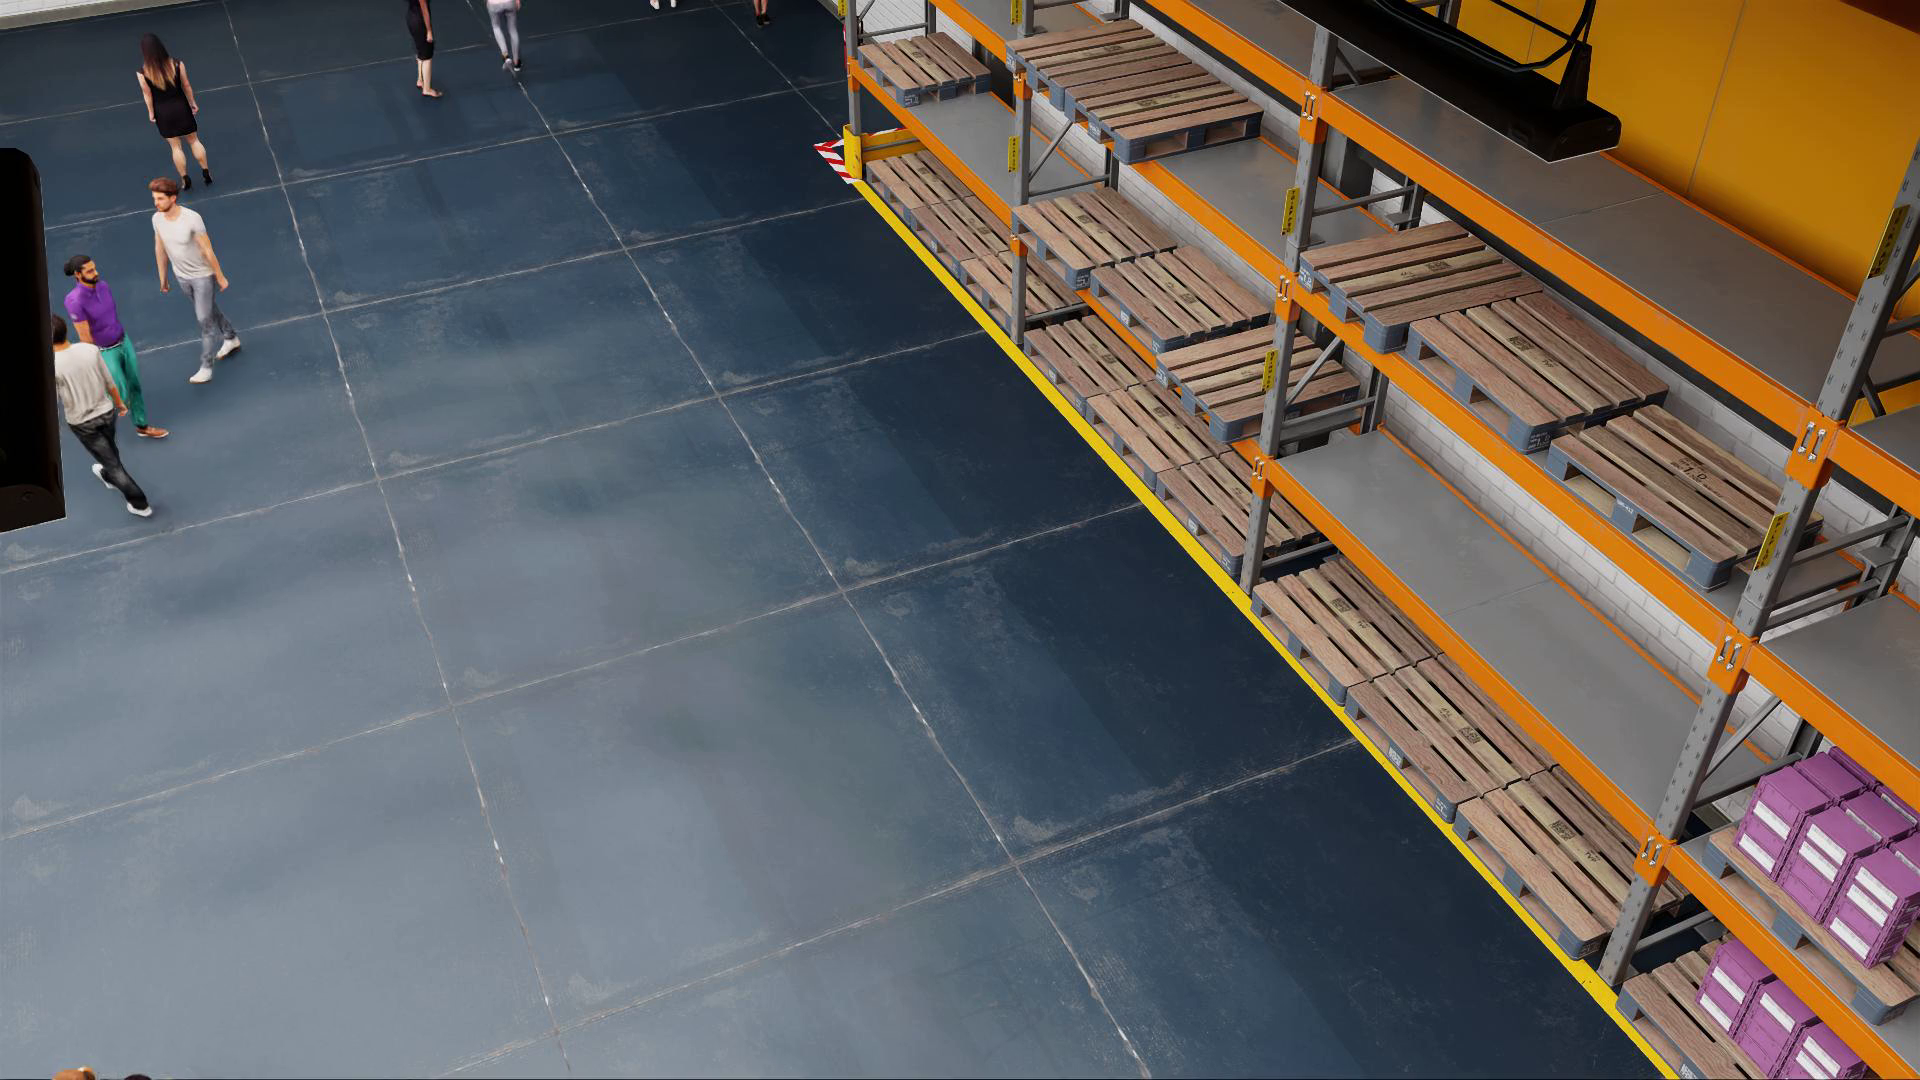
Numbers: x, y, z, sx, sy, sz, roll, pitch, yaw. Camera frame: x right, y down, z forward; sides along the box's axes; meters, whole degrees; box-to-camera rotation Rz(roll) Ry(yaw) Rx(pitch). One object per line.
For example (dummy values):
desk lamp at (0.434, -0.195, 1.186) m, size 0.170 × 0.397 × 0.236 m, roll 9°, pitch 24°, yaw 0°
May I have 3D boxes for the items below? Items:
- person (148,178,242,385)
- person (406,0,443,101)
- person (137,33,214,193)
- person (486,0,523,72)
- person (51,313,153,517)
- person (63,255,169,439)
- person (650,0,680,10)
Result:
person at (-6.793, -2.407, 14.885) m, size 1.108 × 1.860 × 1.188 m, roll 10°, pitch 40°, yaw 13°
person at (-6.359, -6.027, 19.521) m, size 0.726 × 1.729 × 0.603 m, roll -26°, pitch 45°, yaw -29°
person at (-8.352, -4.541, 17.672) m, size 0.714 × 1.716 × 0.672 m, roll -26°, pitch 45°, yaw -29°
person at (-5.525, -6.467, 20.083) m, size 0.628 × 1.716 × 0.748 m, roll -10°, pitch 40°, yaw -12°
person at (-6.784, -0.935, 13.102) m, size 1.169 × 1.784 × 0.984 m, roll 23°, pitch 44°, yaw 26°
person at (-7.212, -1.593, 13.946) m, size 0.971 × 1.758 × 0.930 m, roll 9°, pitch 39°, yaw 11°
person at (-3.972, -7.883, 21.782) m, size 0.637 × 1.809 × 0.567 m, roll -9°, pitch 39°, yaw -11°
